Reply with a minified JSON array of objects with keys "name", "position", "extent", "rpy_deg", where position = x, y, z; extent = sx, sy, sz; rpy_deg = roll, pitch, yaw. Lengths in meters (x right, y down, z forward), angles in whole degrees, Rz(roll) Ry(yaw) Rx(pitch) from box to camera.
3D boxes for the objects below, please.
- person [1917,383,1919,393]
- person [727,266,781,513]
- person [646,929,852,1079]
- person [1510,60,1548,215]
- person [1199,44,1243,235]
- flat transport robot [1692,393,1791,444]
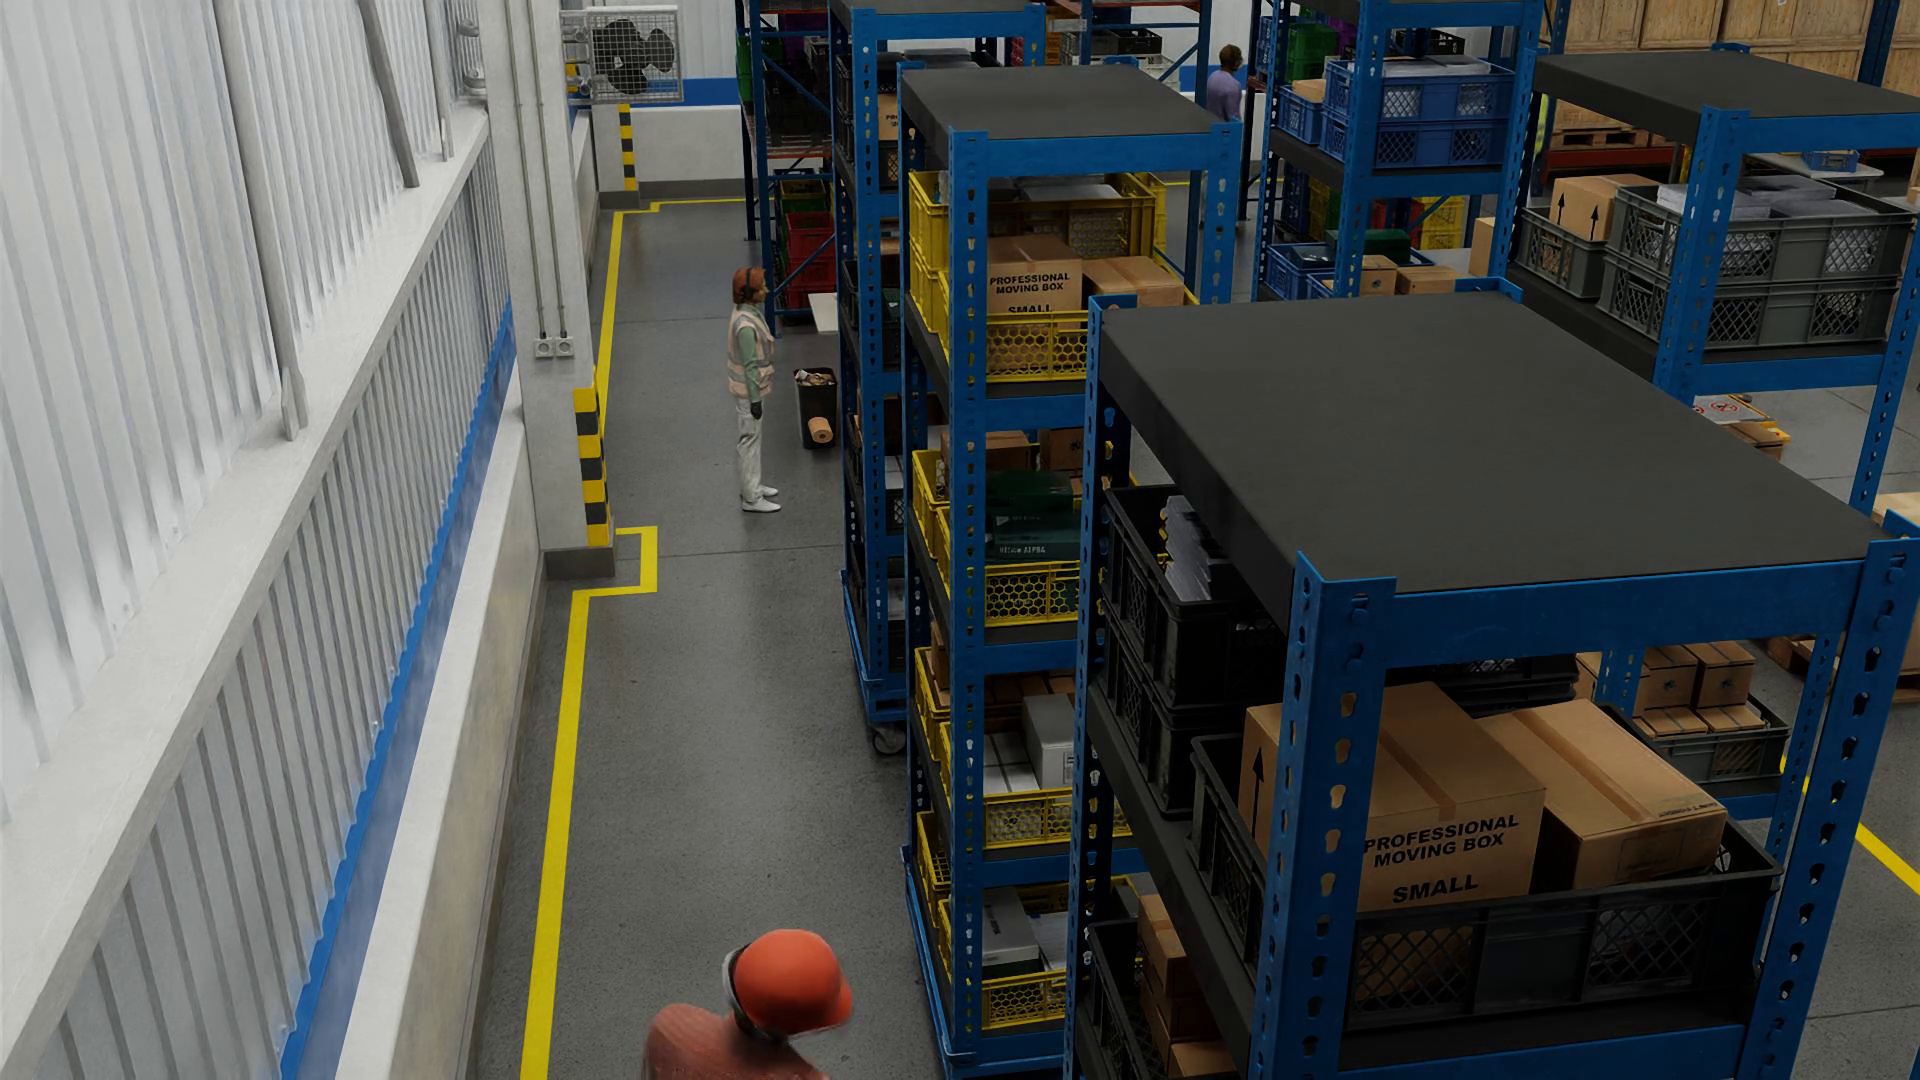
[{"name":"person","position":[7.754,-1.962,12.675],"extent":[0.591,1.833,0.403],"rpy_deg":[1,25,2]},{"name":"person","position":[-1.346,-0.971,10.759],"extent":[0.312,1.633,0.519],"rpy_deg":[-3,25,-6]},{"name":"person","position":[-0.540,1.782,4.406],"extent":[0.650,1.943,0.558],"rpy_deg":[10,26,20]},{"name":"person","position":[5.809,-4.059,17.264],"extent":[0.441,1.817,0.669],"rpy_deg":[22,33,39]},{"name":"person","position":[2.733,-4.182,17.375],"extent":[0.374,1.939,0.628],"rpy_deg":[-8,26,-16]},{"name":"flat transport robot","position":[5.224,-0.859,12.132],"extent":[1.431,0.197,0.652],"rpy_deg":[-4,25,-8]}]
